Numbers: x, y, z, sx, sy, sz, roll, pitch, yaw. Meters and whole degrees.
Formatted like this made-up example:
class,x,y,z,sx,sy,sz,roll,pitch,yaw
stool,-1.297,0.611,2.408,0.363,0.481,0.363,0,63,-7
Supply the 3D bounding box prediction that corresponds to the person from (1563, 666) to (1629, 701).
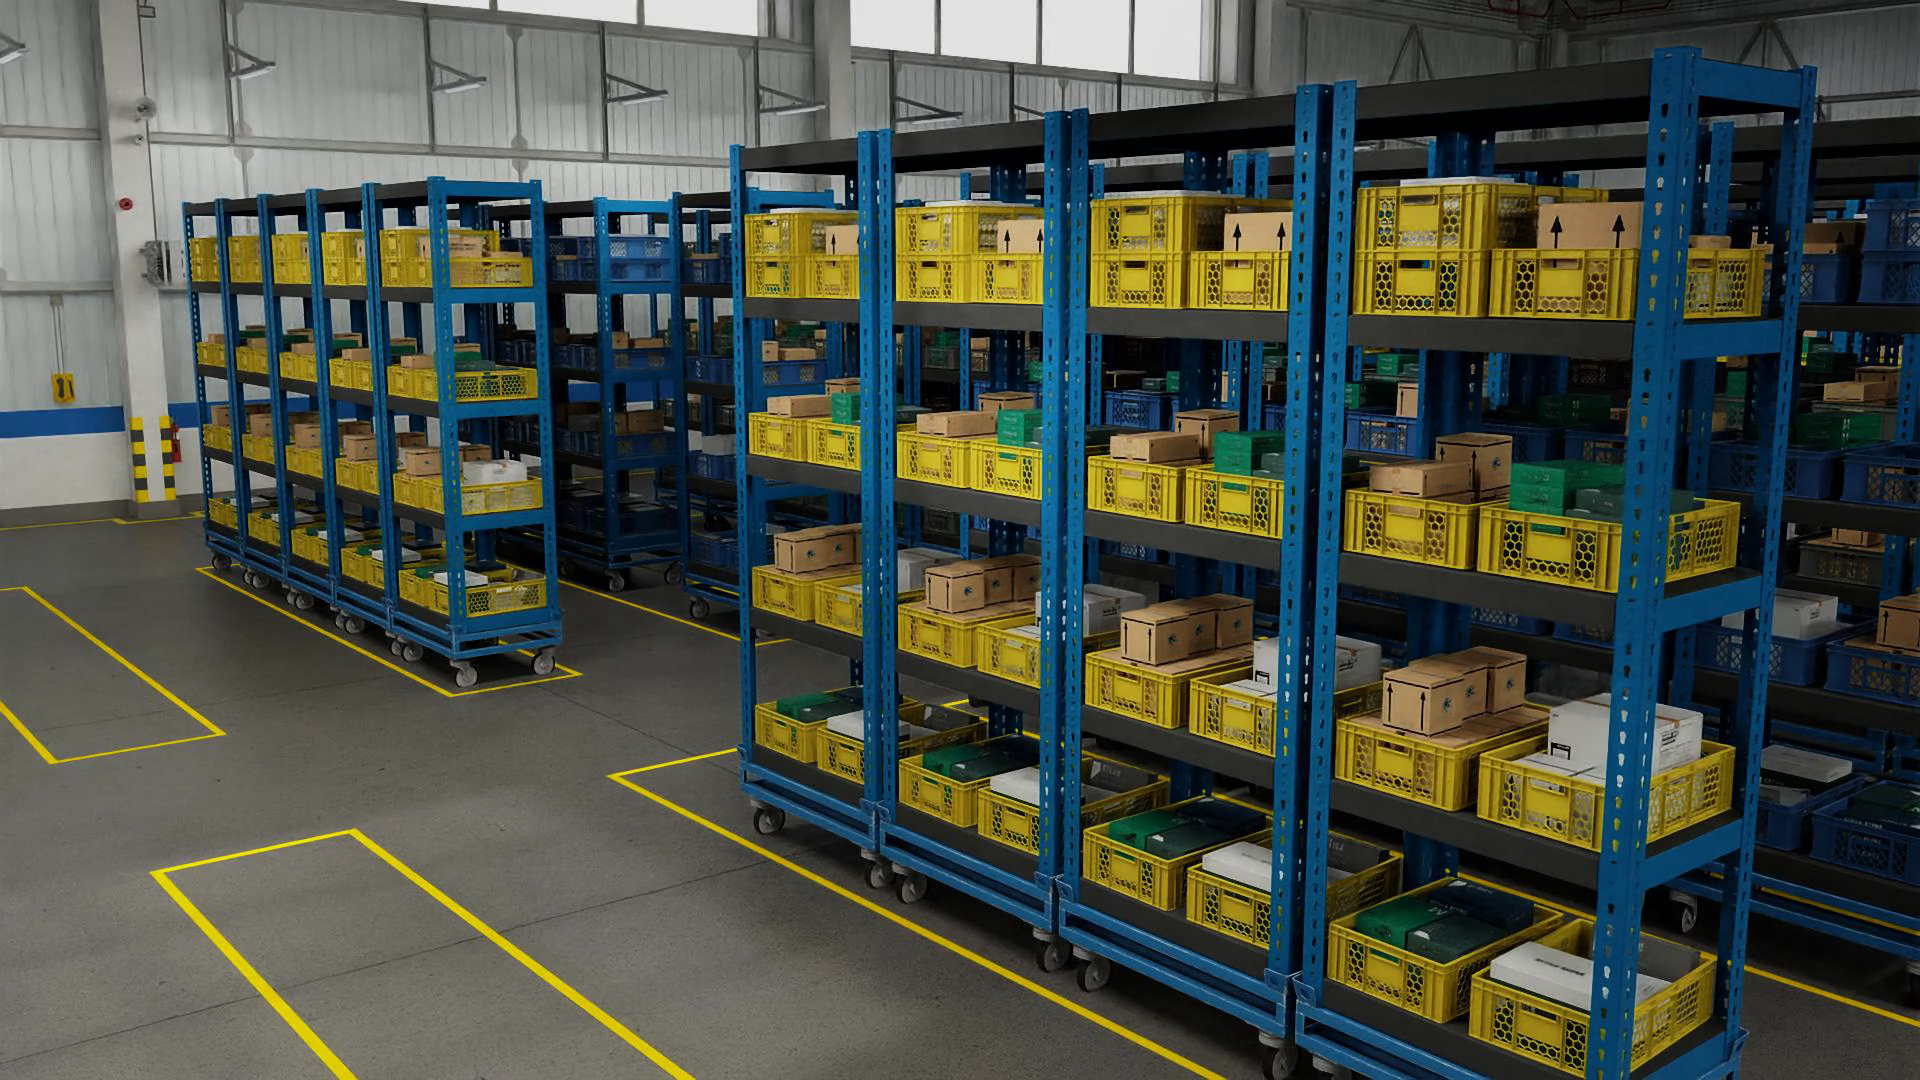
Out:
class,x,y,z,sx,sy,sz,roll,pitch,yaw
person,3.675,0.463,9.635,0.618,1.930,0.434,-9,13,-43
